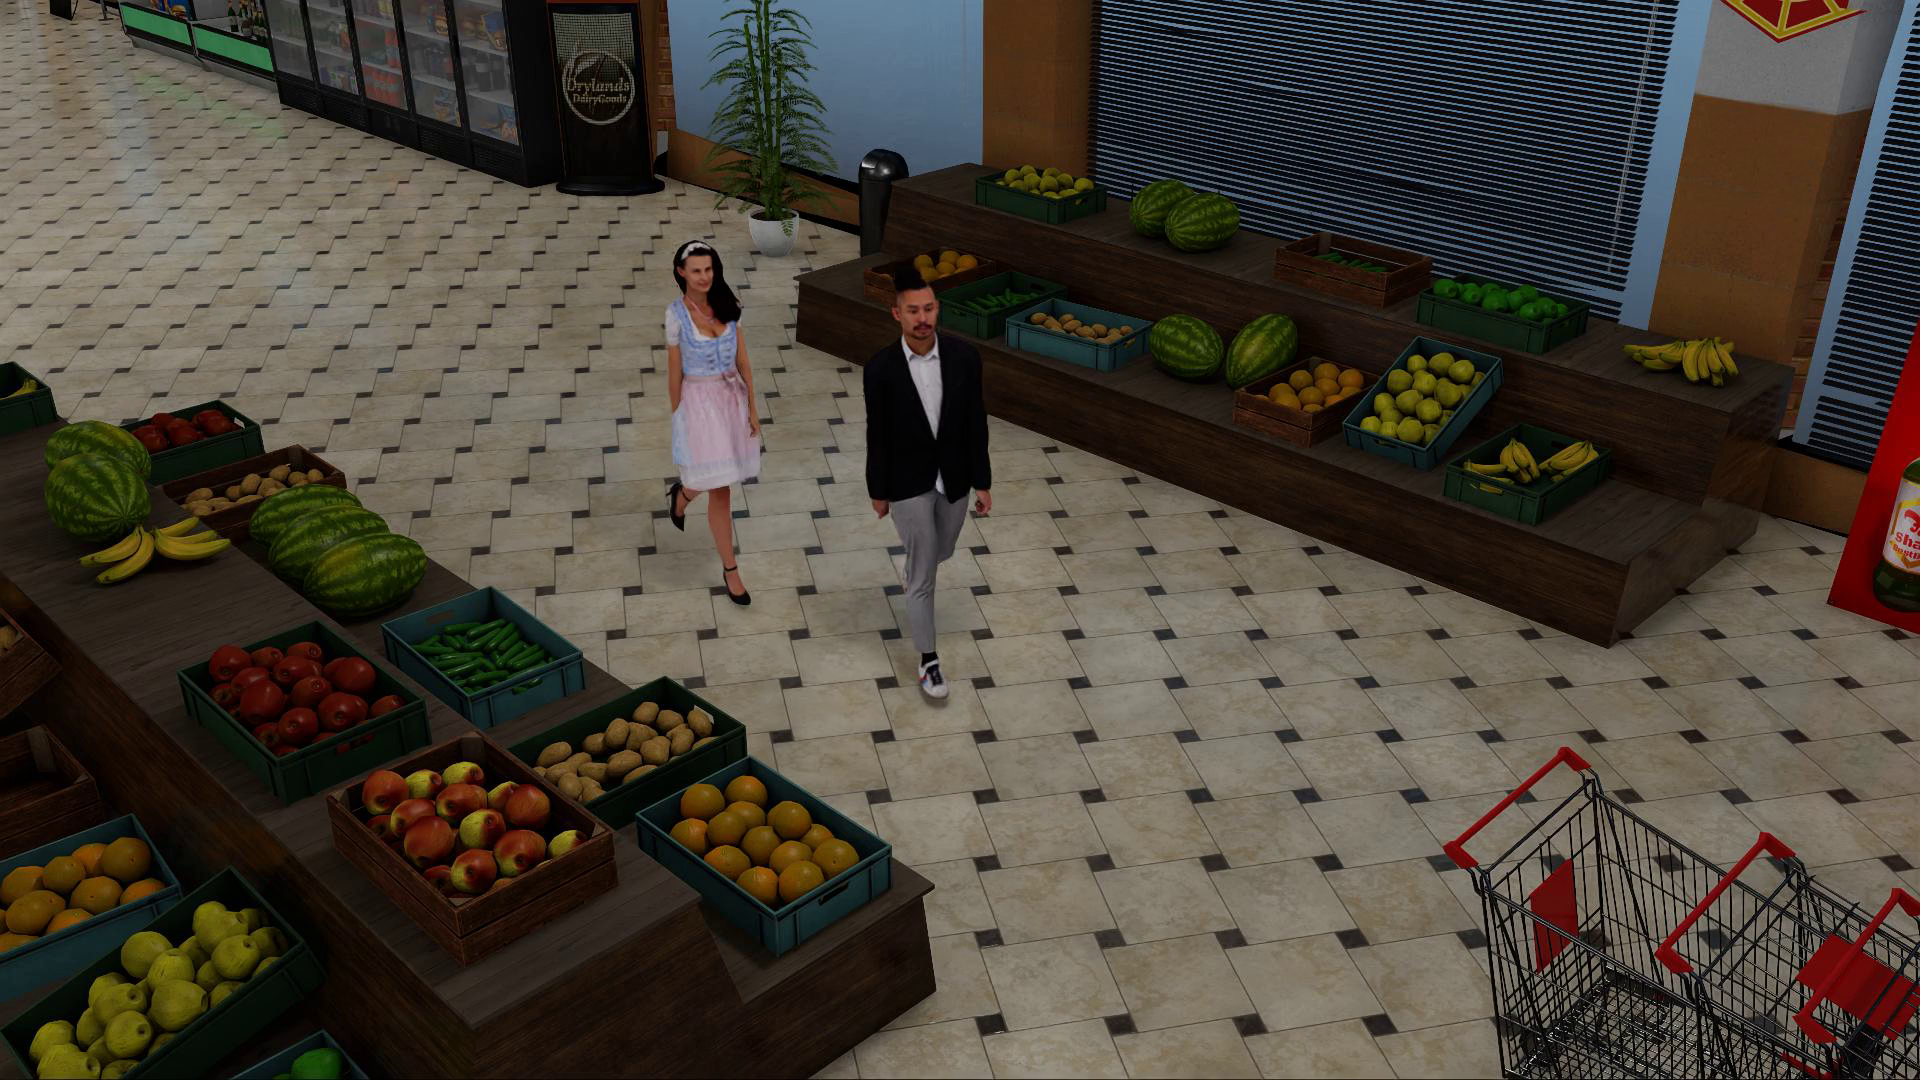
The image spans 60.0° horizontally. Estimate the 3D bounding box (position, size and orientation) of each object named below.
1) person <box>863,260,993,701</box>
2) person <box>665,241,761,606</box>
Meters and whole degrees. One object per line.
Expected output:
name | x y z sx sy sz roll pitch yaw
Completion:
person | -0.163 -0.326 7.471 1.057 1.914 1.304 -9 28 -17
person | -1.252 -0.605 8.156 0.759 1.791 1.152 -19 32 -33
